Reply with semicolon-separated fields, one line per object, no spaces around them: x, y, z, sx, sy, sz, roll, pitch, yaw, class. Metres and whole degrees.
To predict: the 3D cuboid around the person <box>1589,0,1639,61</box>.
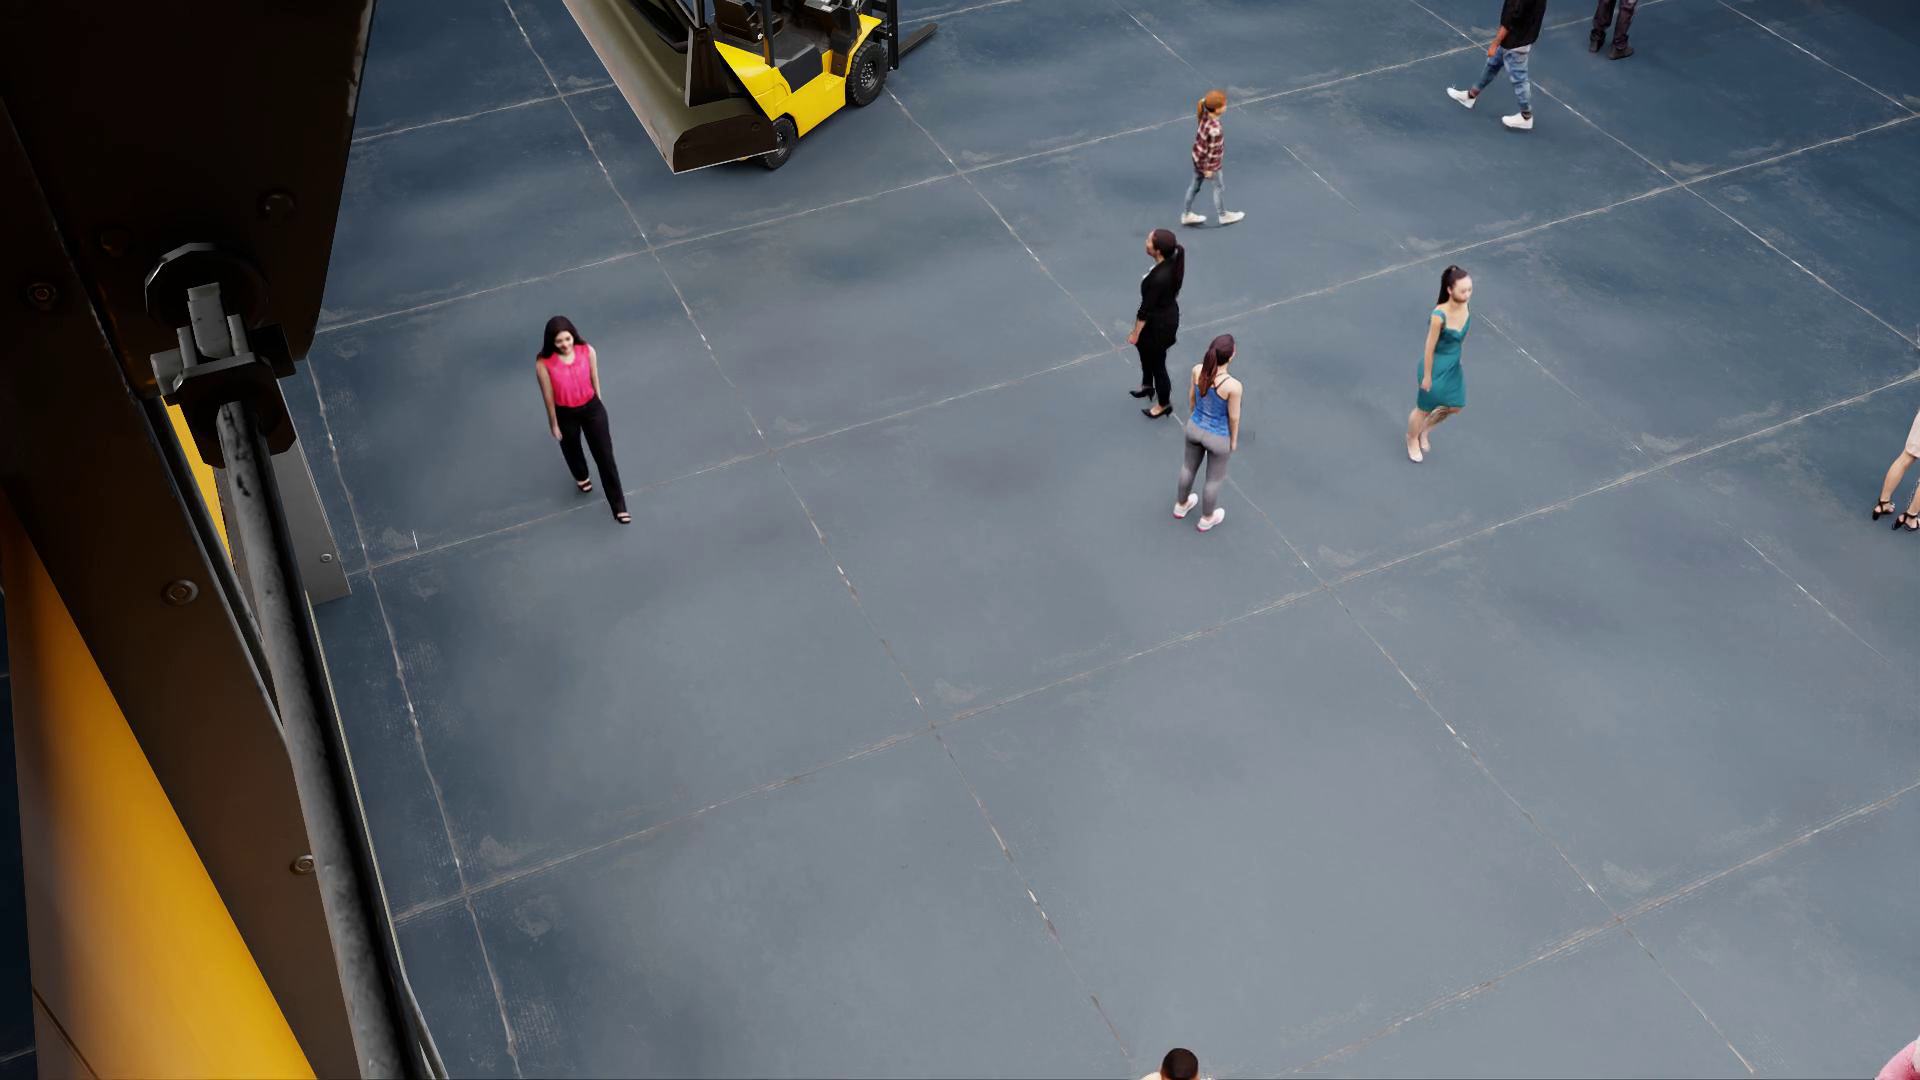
6.674;-5.731;16.613;0.816;1.825;0.634;-31;52;-28;person

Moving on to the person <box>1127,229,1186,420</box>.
1.556;-1.555;12.359;0.793;1.647;0.736;16;46;16;person

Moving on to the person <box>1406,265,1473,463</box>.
3.421;-1.279;12.049;0.600;1.673;0.600;-23;48;-23;person

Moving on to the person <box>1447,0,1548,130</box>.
5.288;-4.672;15.542;1.260;1.768;1.111;22;48;22;person

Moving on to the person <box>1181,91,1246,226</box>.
2.085;-3.293;14.443;0.724;1.288;0.774;-7;44;-7;person

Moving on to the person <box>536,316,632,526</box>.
-2.725;-0.909;11.706;0.637;1.612;1.064;-22;48;-21;person

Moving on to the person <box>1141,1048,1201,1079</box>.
0.986;2.800;7.937;0.943;1.440;1.019;13;45;13;person

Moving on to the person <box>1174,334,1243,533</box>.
1.731;-0.748;11.539;0.581;1.607;0.693;31;52;29;person
